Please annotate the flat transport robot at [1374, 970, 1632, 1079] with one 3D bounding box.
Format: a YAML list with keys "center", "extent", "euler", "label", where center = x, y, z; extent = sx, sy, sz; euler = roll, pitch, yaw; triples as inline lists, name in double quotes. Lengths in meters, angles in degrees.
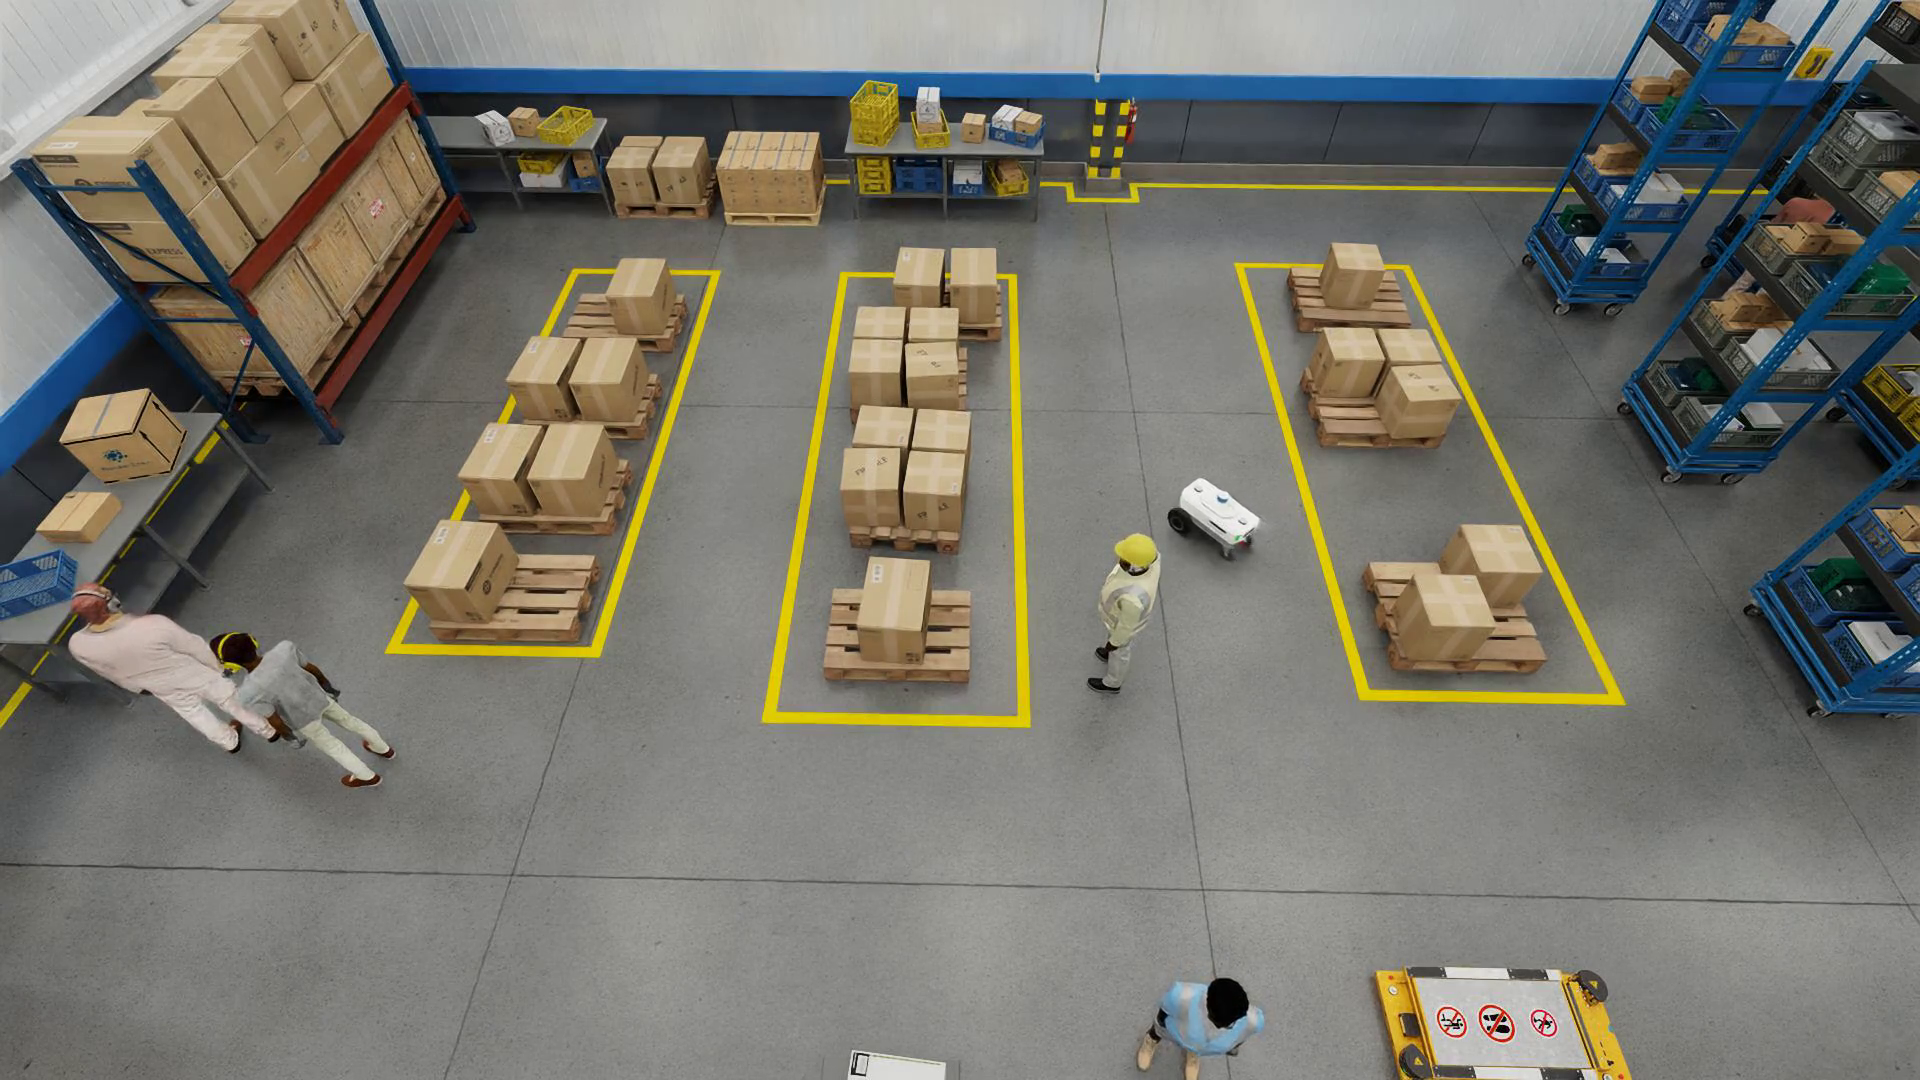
- center: [3.501, 3.133, 5.914]
  extent: [1.431, 0.197, 0.652]
  euler: [1, 51, 1]
  label: "flat transport robot"

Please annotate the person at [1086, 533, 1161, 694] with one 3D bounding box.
- center: [1.250, 0.562, 7.009]
  extent: [0.404, 1.833, 0.587]
  euler: [16, 53, 13]
  label: "person"

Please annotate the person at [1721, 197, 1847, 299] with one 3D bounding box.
- center: [8.796, -2.996, 9.820]
  extent: [0.411, 1.980, 0.626]
  euler: [-28, 56, -21]
  label: "person"

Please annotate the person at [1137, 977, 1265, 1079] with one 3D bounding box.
- center: [1.369, 2.810, 5.263]
  extent: [0.537, 1.695, 0.320]
  euler: [13, 52, 11]
  label: "person"

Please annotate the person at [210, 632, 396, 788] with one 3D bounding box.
- center: [-4.611, 1.199, 6.468]
  extent: [0.328, 1.870, 0.510]
  euler: [7, 51, 6]
  label: "person"

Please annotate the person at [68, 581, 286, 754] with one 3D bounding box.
- center: [-5.673, 0.944, 6.653]
  extent: [0.652, 1.904, 0.403]
  euler: [-13, 52, -10]
  label: "person"

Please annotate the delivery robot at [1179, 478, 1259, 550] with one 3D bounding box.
- center: [2.378, -0.253, 8.434]
  extent: [0.477, 0.478, 0.707]
  euler: [-34, 58, -24]
  label: "delivery robot"
